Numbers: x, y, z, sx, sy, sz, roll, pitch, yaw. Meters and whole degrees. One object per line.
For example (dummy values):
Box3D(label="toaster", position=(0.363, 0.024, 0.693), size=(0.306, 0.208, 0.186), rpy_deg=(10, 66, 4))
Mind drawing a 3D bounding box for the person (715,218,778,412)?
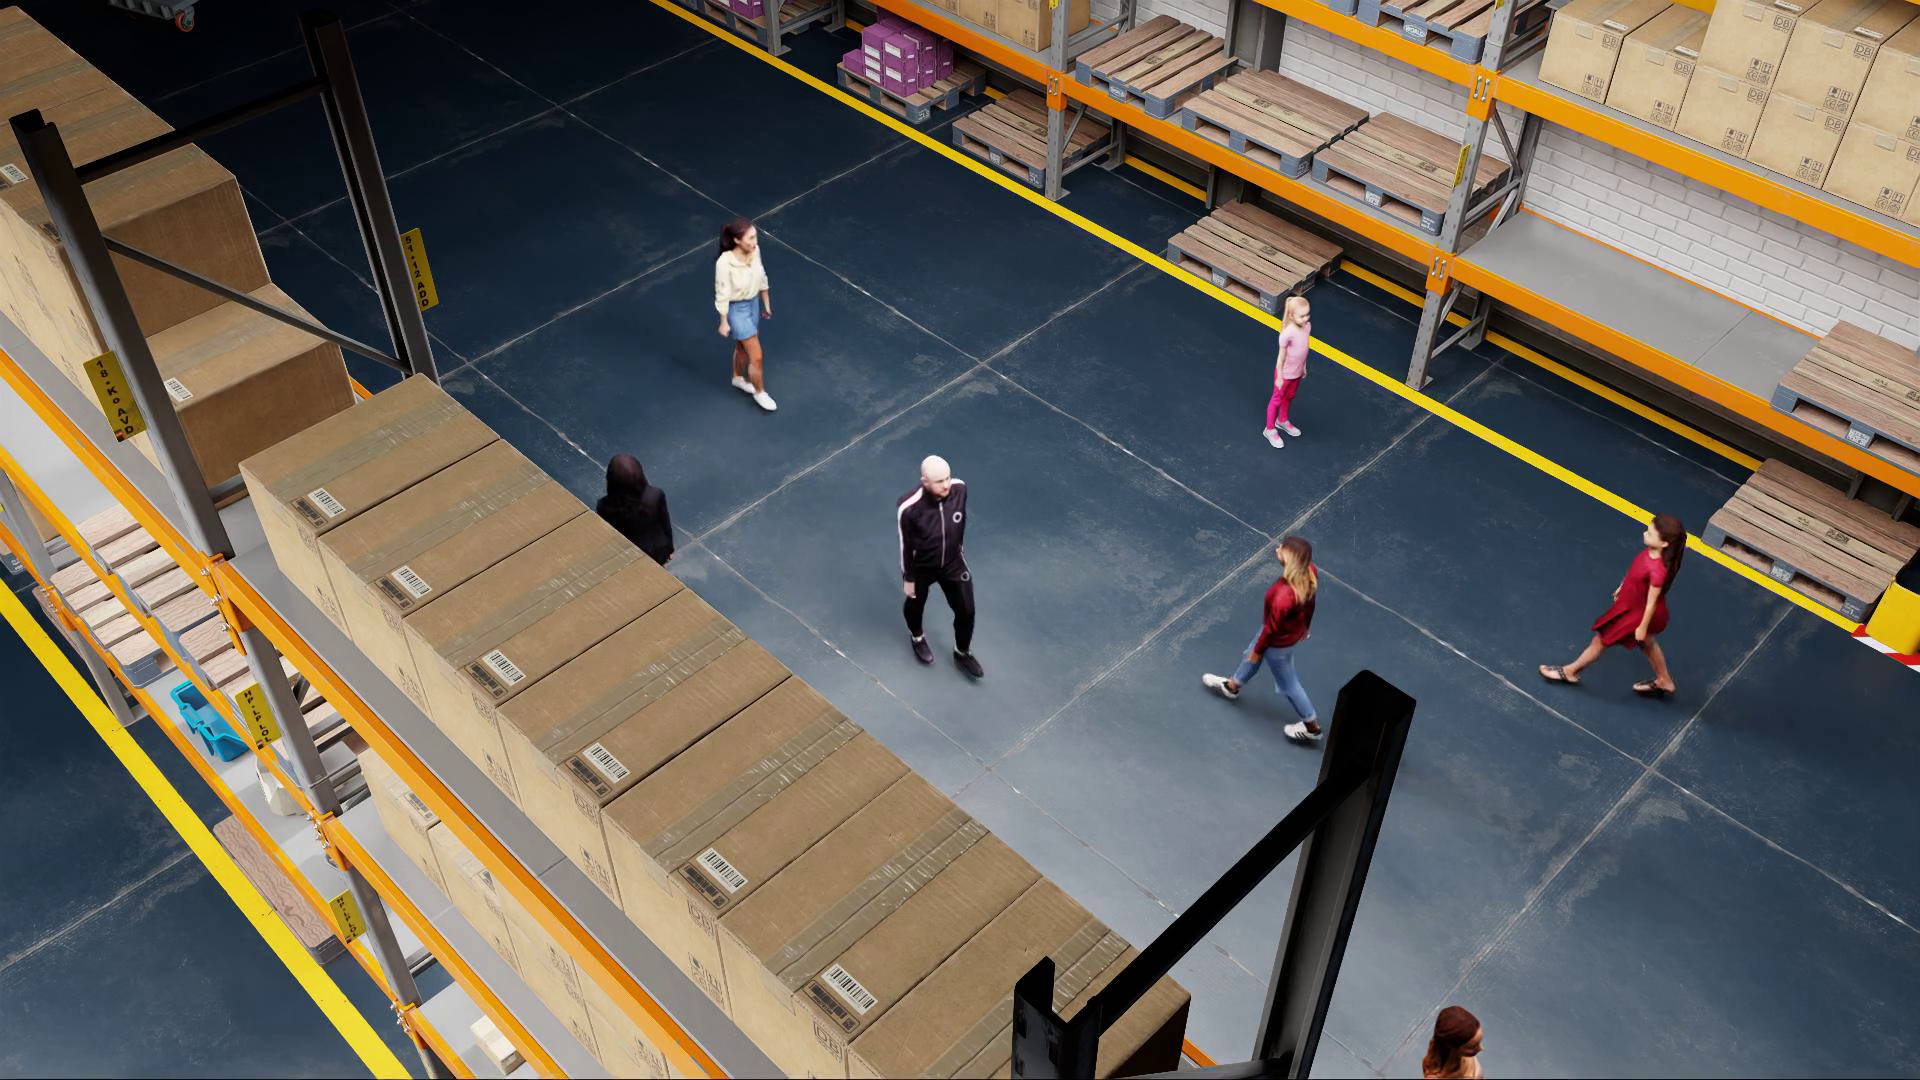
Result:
Box3D(label="person", position=(-1.748, -1.805, 12.931), size=(0.827, 1.610, 0.732), rpy_deg=(25, 49, 24))

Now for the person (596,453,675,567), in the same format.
Box3D(label="person", position=(-2.082, 0.148, 10.889), size=(0.777, 1.599, 1.032), rpy_deg=(-22, 48, -22))

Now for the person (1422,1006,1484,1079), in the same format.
Box3D(label="person", position=(2.230, 2.773, 7.965), size=(0.572, 1.832, 0.621), rpy_deg=(24, 48, 23))

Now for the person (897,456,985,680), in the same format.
Box3D(label="person", position=(-0.235, 0.094, 10.789), size=(0.832, 1.816, 0.928), rpy_deg=(-18, 46, -18))

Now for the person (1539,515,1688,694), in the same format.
Box3D(label="person", position=(4.413, 0.458, 10.626), size=(1.148, 1.513, 0.892), rpy_deg=(12, 45, 12))

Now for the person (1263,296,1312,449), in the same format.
Box3D(label="person", position=(2.504, -1.305, 12.652), size=(0.491, 1.271, 0.521), rpy_deg=(-31, 52, -29))

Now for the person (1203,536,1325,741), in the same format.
Box3D(label="person", position=(2.070, 0.645, 10.376), size=(1.169, 1.589, 0.786), rpy_deg=(23, 48, 23))
